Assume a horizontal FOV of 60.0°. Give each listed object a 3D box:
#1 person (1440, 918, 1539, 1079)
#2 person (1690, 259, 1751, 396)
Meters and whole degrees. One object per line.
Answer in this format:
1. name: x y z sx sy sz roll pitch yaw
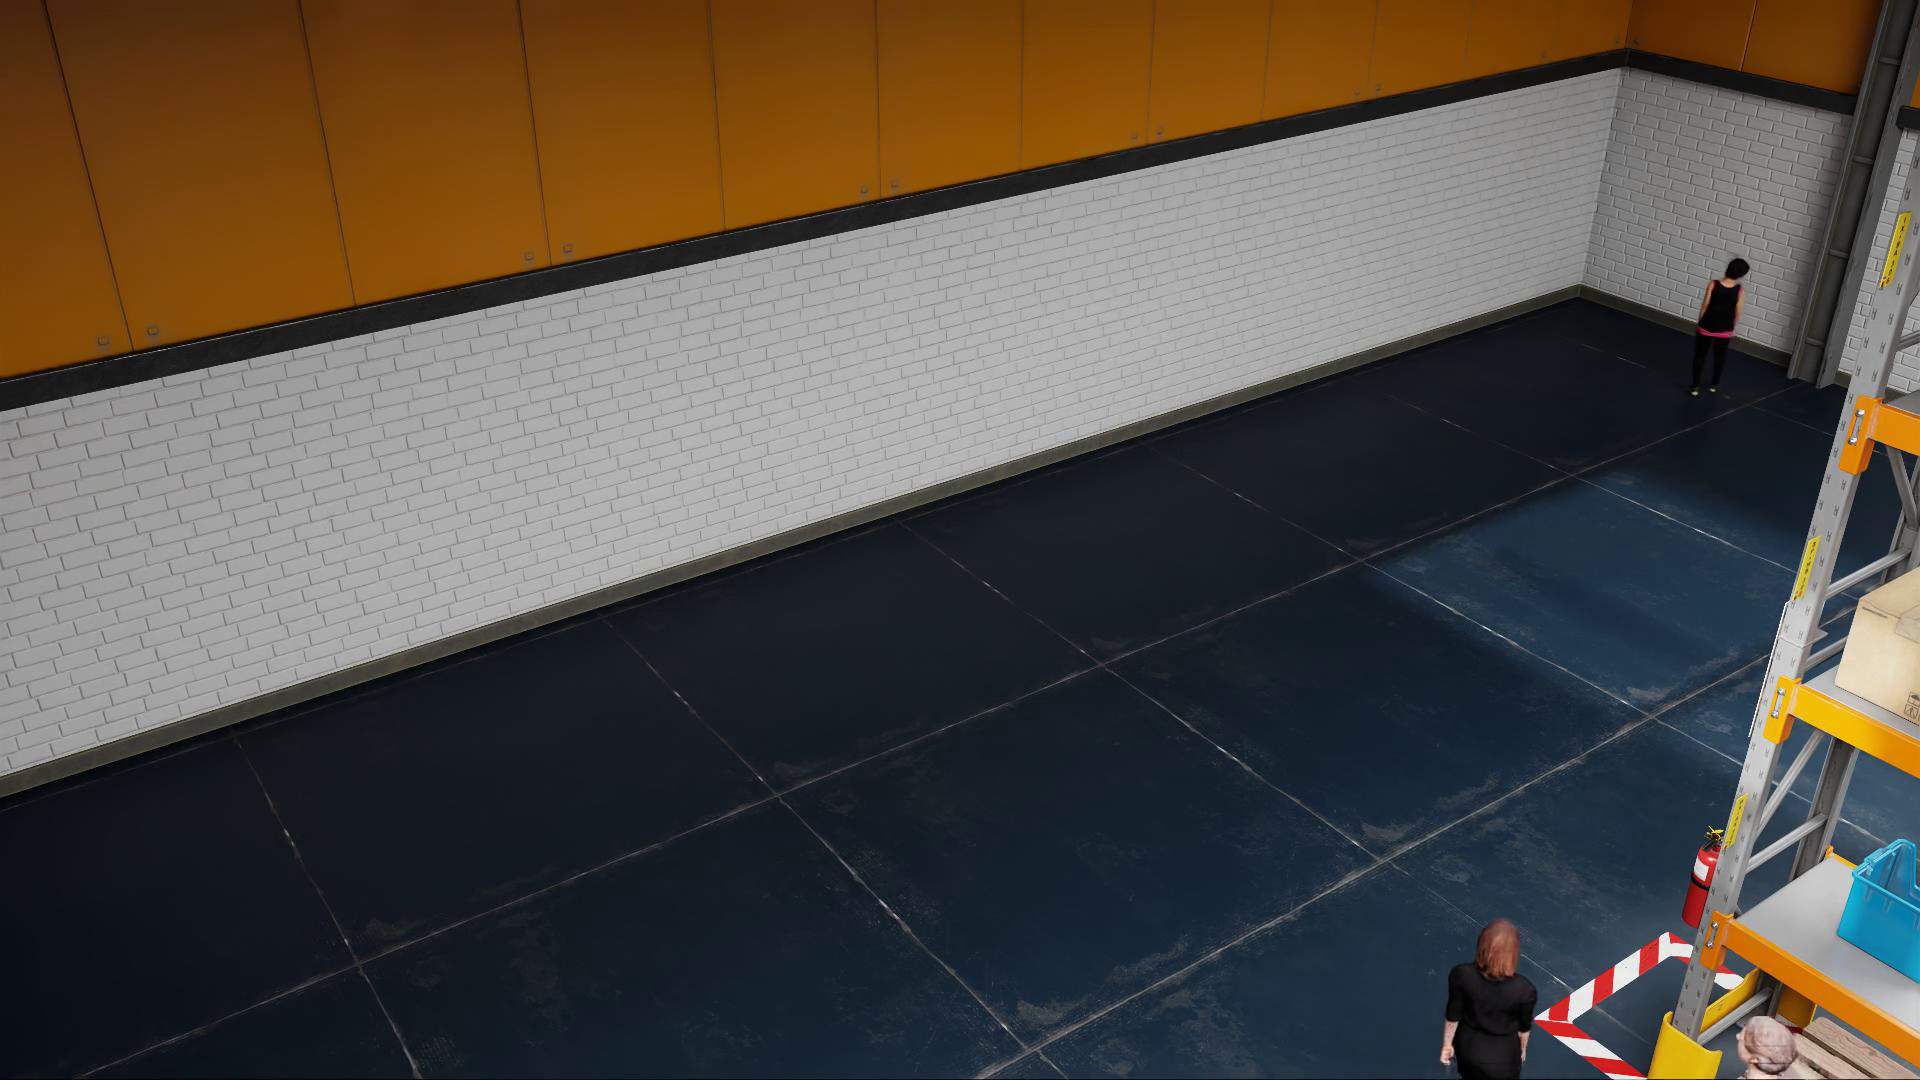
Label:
1. person: 2.678 2.722 8.547 1.099 1.667 0.935 17 33 28
2. person: 8.135 -2.298 17.890 0.710 1.532 0.768 4 29 7
